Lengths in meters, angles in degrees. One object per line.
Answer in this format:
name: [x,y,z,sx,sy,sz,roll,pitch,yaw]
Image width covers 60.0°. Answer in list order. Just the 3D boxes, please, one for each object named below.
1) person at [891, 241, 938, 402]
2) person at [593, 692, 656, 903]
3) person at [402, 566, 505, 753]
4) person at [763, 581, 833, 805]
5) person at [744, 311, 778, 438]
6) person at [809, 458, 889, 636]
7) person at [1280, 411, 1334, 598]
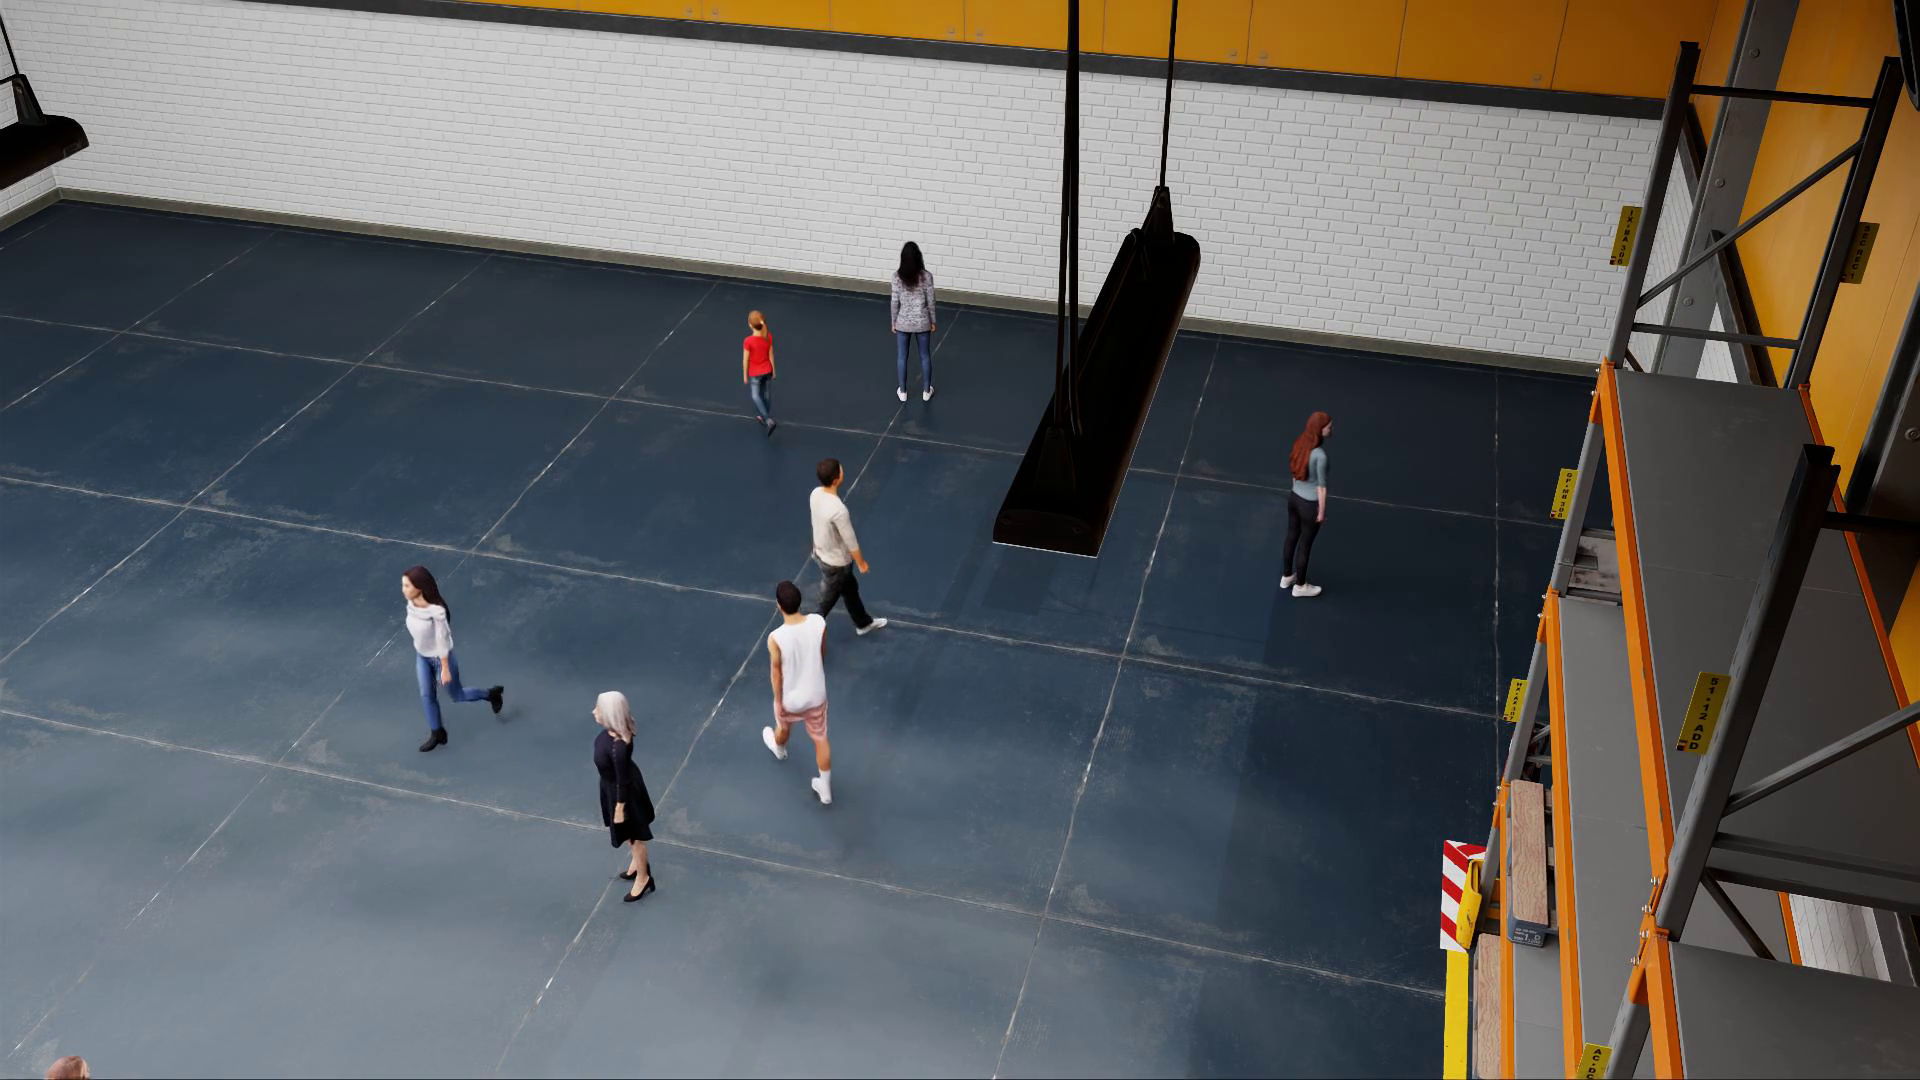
person: [-0.486,-2.242,17.060,0.673,1.733,0.615,-1,34,-1]
person: [-2.251,1.700,11.117,0.749,1.747,0.646,-6,34,-10]
person: [-3.854,0.864,12.502,0.854,1.607,1.060,25,41,33]
person: [-1.105,1.143,11.962,1.082,1.739,1.163,-16,37,-22]
person: [-1.959,-1.639,16.549,0.777,1.294,0.827,-18,38,-25]
person: [-1.093,0.195,13.362,1.179,1.768,1.141,-17,37,-23]
person: [2.941,-0.307,14.139,0.733,1.743,0.653,-13,36,-18]
